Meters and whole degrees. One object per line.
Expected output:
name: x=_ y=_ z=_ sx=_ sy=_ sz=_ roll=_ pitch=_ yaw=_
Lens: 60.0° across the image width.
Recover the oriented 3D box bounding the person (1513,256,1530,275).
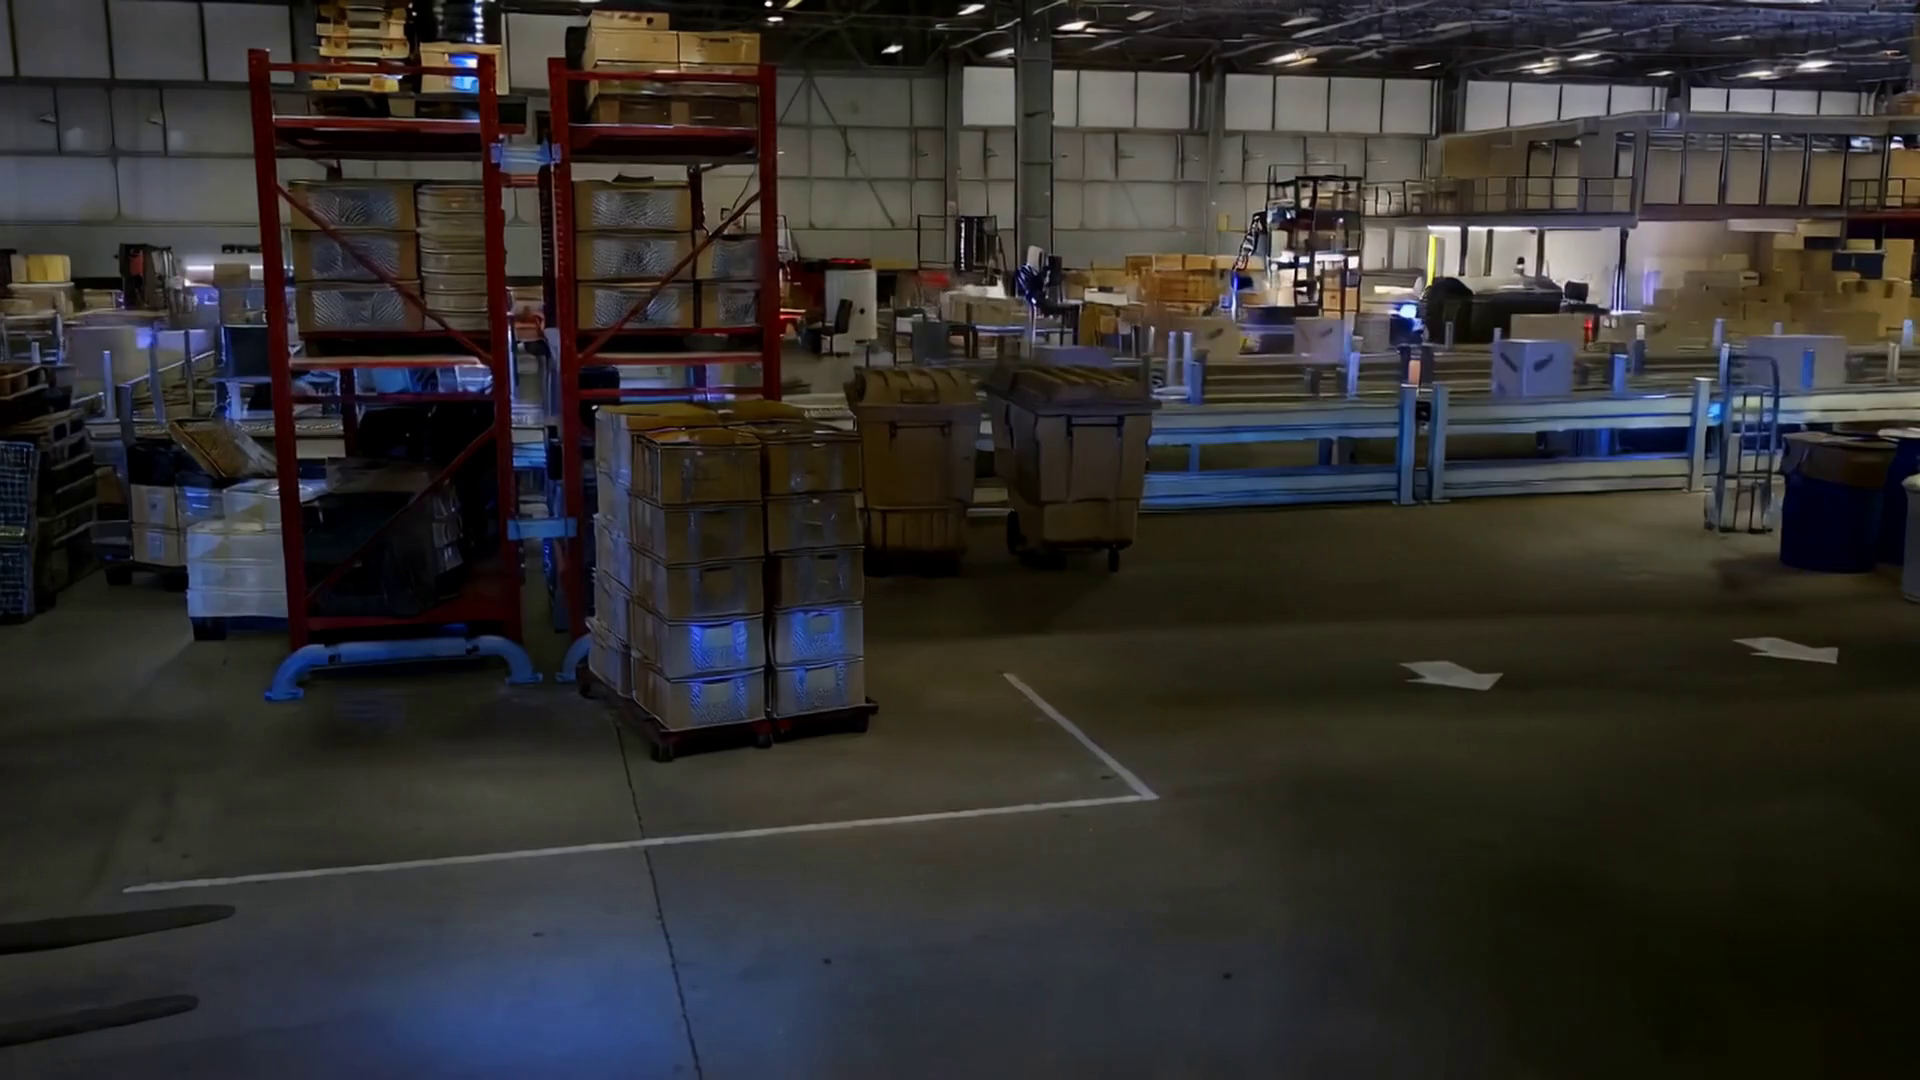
person: x=16.705 y=-7.537 z=49.574 sx=0.506 sy=1.842 sz=0.342 roll=-1 pitch=10 yaw=-3

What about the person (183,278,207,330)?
person: x=-15.613 y=-4.804 z=33.922 sx=0.646 sy=1.904 sz=0.401 roll=8 pitch=13 yaw=37

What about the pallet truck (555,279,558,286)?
pallet truck: x=-10.604 y=-6.375 z=44.520 sx=0.653 sy=1.274 sz=1.630 roll=-3 pitch=10 yaw=-15

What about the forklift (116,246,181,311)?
forklift: x=-19.966 y=-6.232 z=40.894 sx=1.157 sy=1.987 sz=2.680 roll=-3 pitch=10 yaw=-15

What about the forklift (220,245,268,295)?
forklift: x=-17.749 y=-6.334 z=41.440 sx=1.157 sy=1.987 sz=2.680 roll=-3 pitch=10 yaw=-17
